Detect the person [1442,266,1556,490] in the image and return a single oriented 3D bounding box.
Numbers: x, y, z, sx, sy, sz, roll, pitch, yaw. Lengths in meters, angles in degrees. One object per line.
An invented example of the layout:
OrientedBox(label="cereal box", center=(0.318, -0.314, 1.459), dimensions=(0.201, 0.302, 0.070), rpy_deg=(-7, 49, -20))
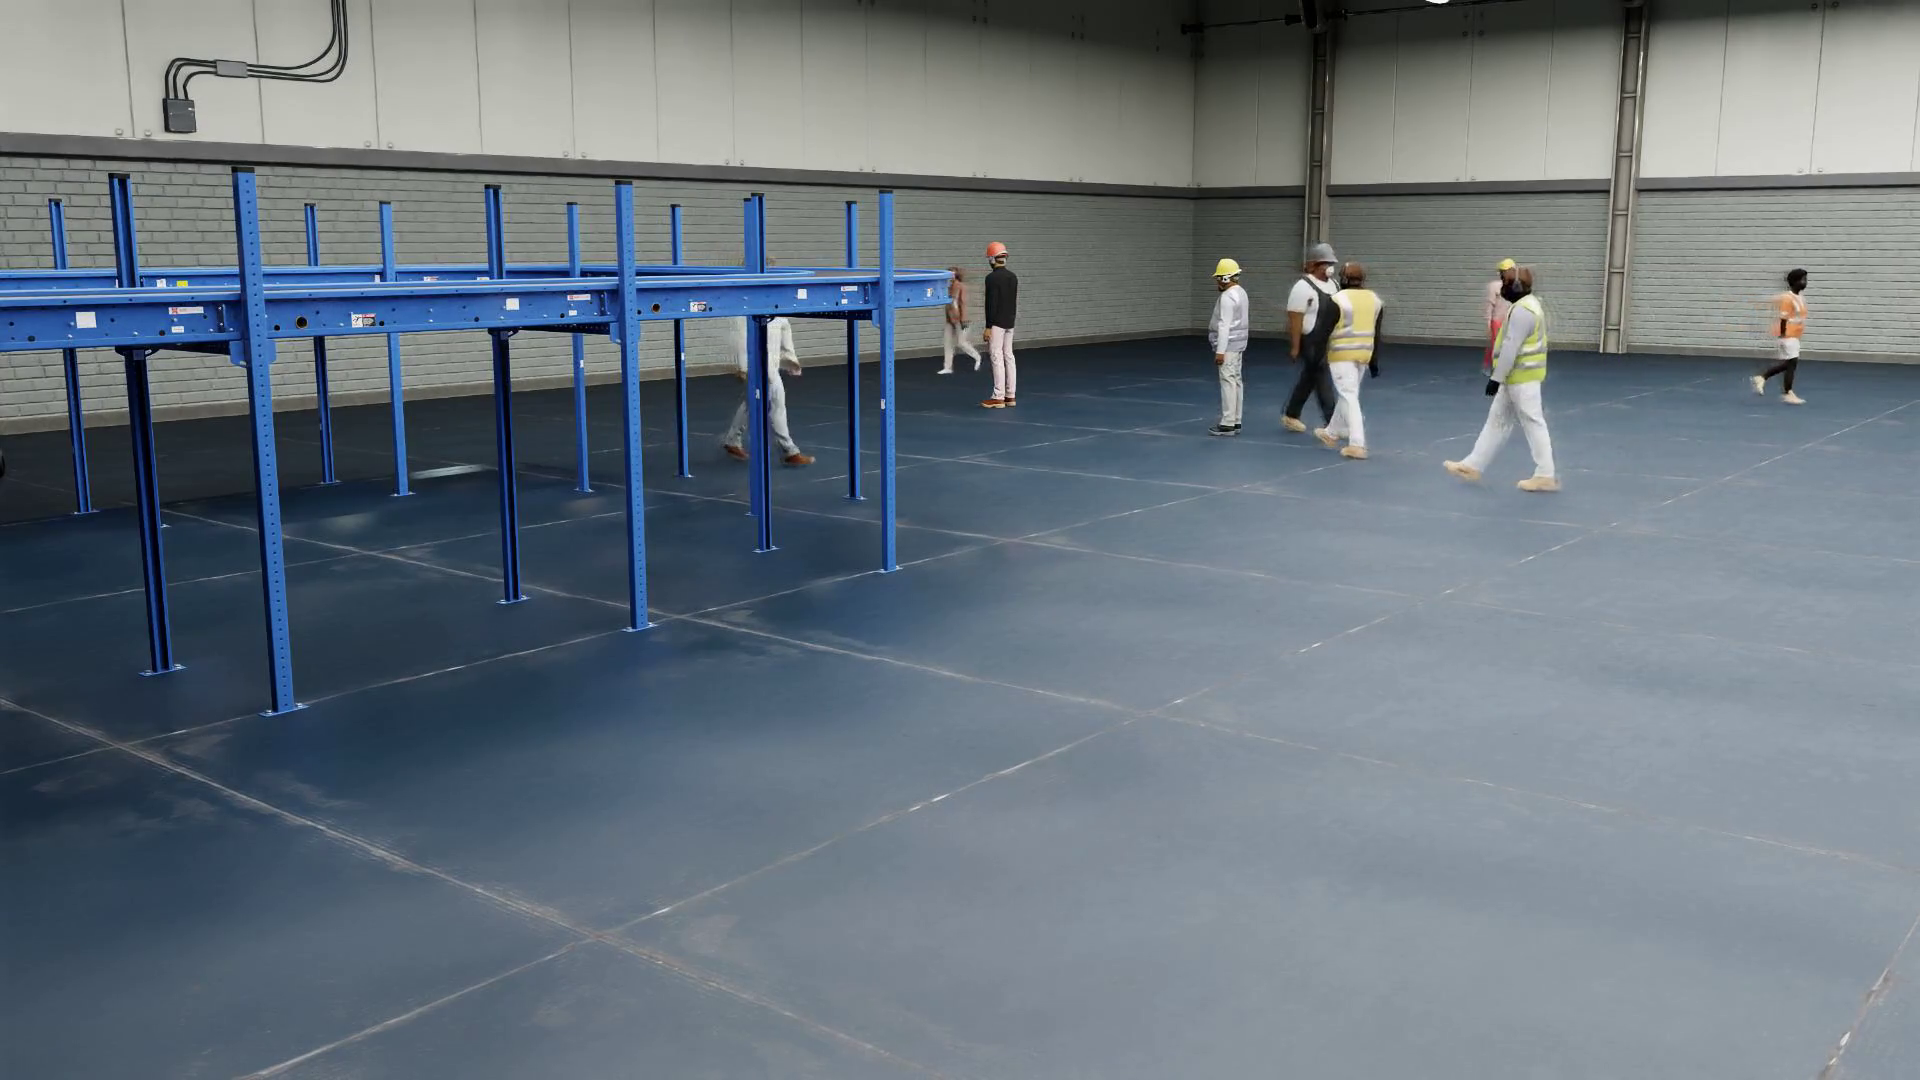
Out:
OrientedBox(label="person", center=(4.454, -1.315, 13.568), dimensions=(0.947, 1.795, 0.647), rpy_deg=(3, 11, 18))

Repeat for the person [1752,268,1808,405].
OrientedBox(label="person", center=(10.227, -2.532, 20.655), dimensions=(0.609, 1.681, 0.532), rpy_deg=(10, 14, 43))

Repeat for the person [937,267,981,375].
OrientedBox(label="person", center=(-0.015, -3.322, 25.165), dimensions=(0.658, 1.616, 0.523), rpy_deg=(-7, 13, -35))

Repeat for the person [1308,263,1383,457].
OrientedBox(label="person", center=(3.607, -1.716, 15.781), dimensions=(0.627, 1.799, 0.932), rpy_deg=(-6, 12, -29))

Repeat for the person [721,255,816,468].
OrientedBox(label="person", center=(-1.781, -1.615, 14.985), dimensions=(1.013, 1.897, 0.643), rpy_deg=(4, 11, 20))

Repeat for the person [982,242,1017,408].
OrientedBox(label="person", center=(0.468, -2.611, 20.197), dimensions=(0.390, 1.990, 0.623), rpy_deg=(7, 12, 33))

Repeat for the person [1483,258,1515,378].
OrientedBox(label="person", center=(7.832, -3.163, 23.931), dimensions=(0.536, 1.756, 0.391), rpy_deg=(-3, 11, -16))

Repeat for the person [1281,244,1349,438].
OrientedBox(label="person", center=(3.728, -2.090, 17.295), dimensions=(1.041, 2.000, 0.691), rpy_deg=(10, 14, 44))

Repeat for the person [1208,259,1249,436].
OrientedBox(label="person", center=(2.802, -2.019, 17.390), dimensions=(0.403, 1.824, 0.589), rpy_deg=(5, 11, 24))
